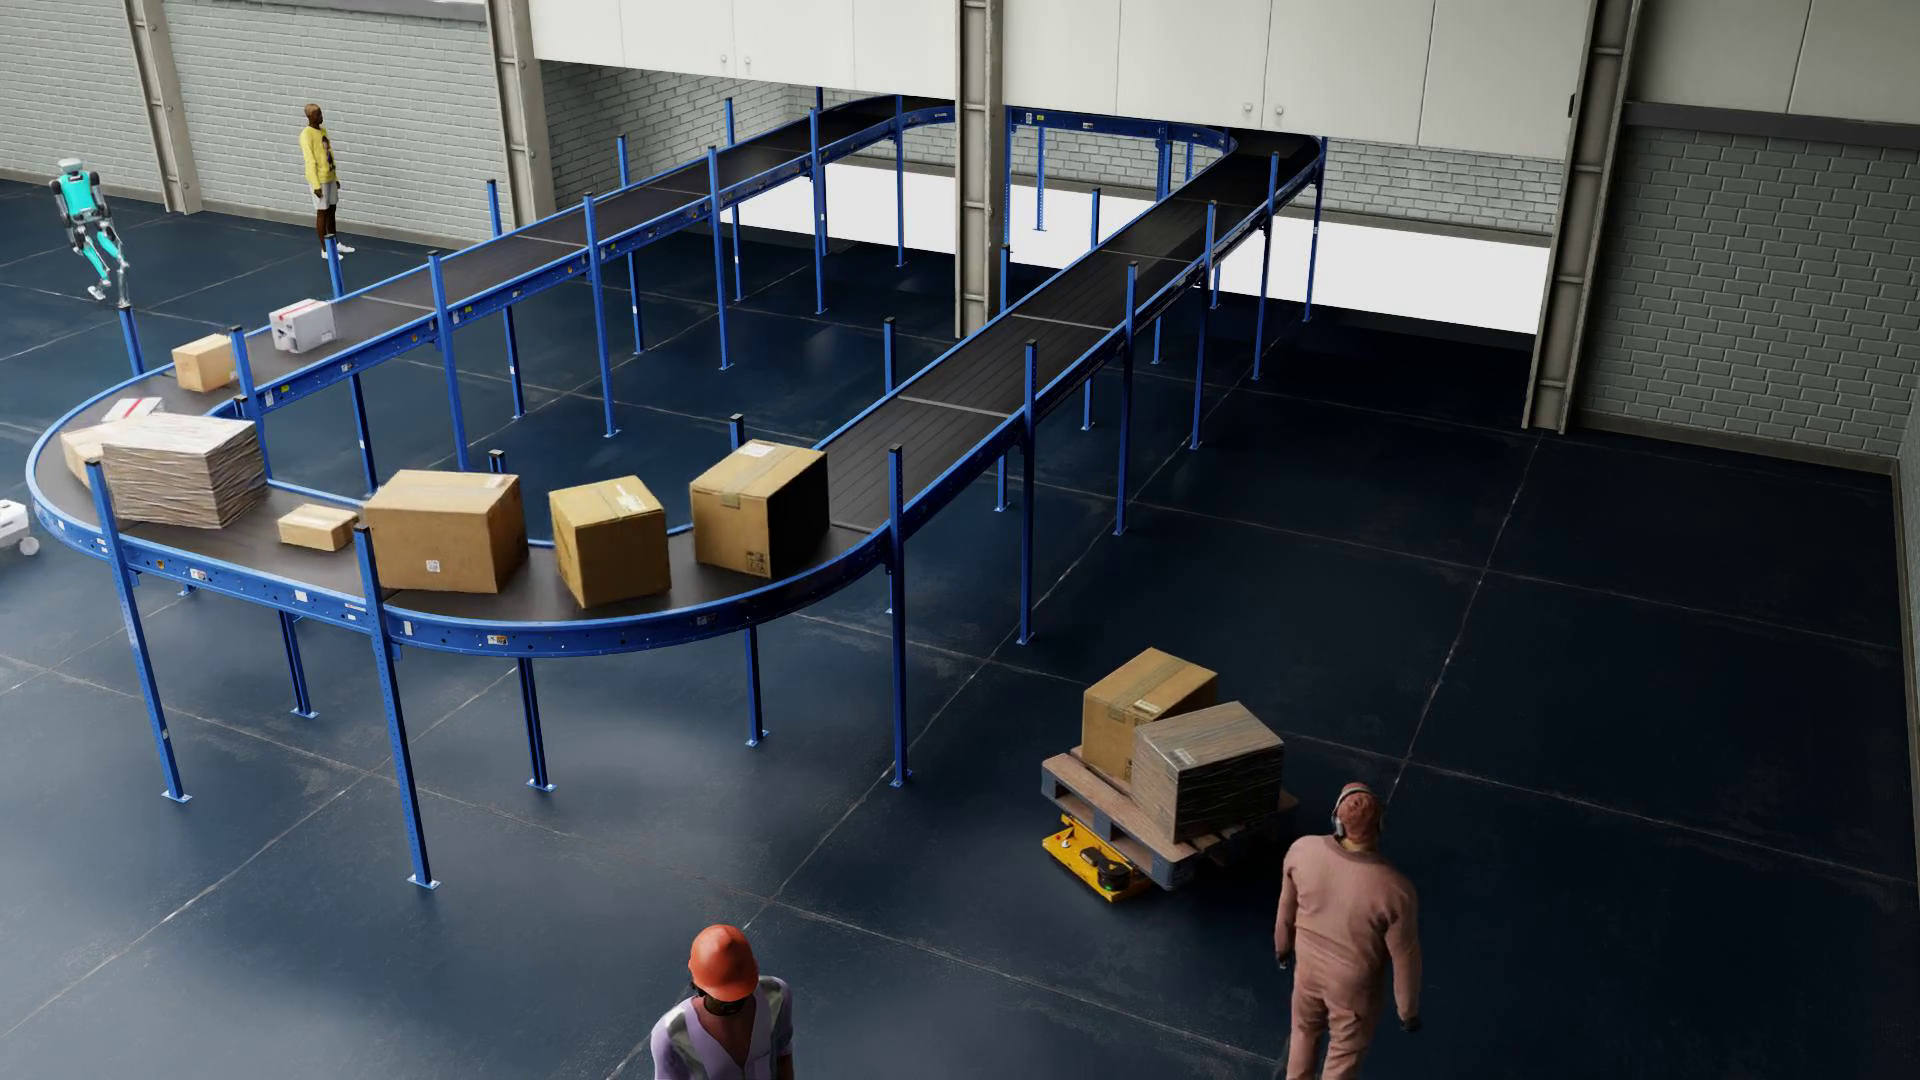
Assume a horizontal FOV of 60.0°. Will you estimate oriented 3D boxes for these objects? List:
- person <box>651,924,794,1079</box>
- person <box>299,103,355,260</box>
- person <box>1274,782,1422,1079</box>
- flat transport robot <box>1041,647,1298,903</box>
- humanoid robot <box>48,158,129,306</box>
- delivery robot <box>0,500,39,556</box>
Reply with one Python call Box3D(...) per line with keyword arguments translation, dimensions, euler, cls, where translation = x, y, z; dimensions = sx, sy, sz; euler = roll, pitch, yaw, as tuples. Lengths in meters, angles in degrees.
Box3D(translation=(-0.901, 2.380, 6.690), dimensions=(0.605, 2.044, 0.369), euler=(-18, 31, -32), cls="person")
Box3D(translation=(-7.883, -4.443, 20.596), dimensions=(0.377, 1.899, 0.544), euler=(3, 27, 6), cls="person")
Box3D(translation=(1.782, 1.985, 7.671), dimensions=(0.727, 1.889, 0.402), euler=(23, 35, 39), cls="person")
Box3D(translation=(1.254, 1.700, 10.050), dimensions=(1.431, 0.231, 0.659), euler=(-17, 31, -31), cls="flat transport robot")
Box3D(translation=(-9.669, -3.372, 18.634), dimensions=(1.051, 1.727, 0.562), euler=(22, 34, 37), cls="humanoid robot")
Box3D(translation=(-7.785, -0.031, 13.194), dimensions=(0.499, 0.575, 0.754), euler=(13, 29, 24), cls="delivery robot")
